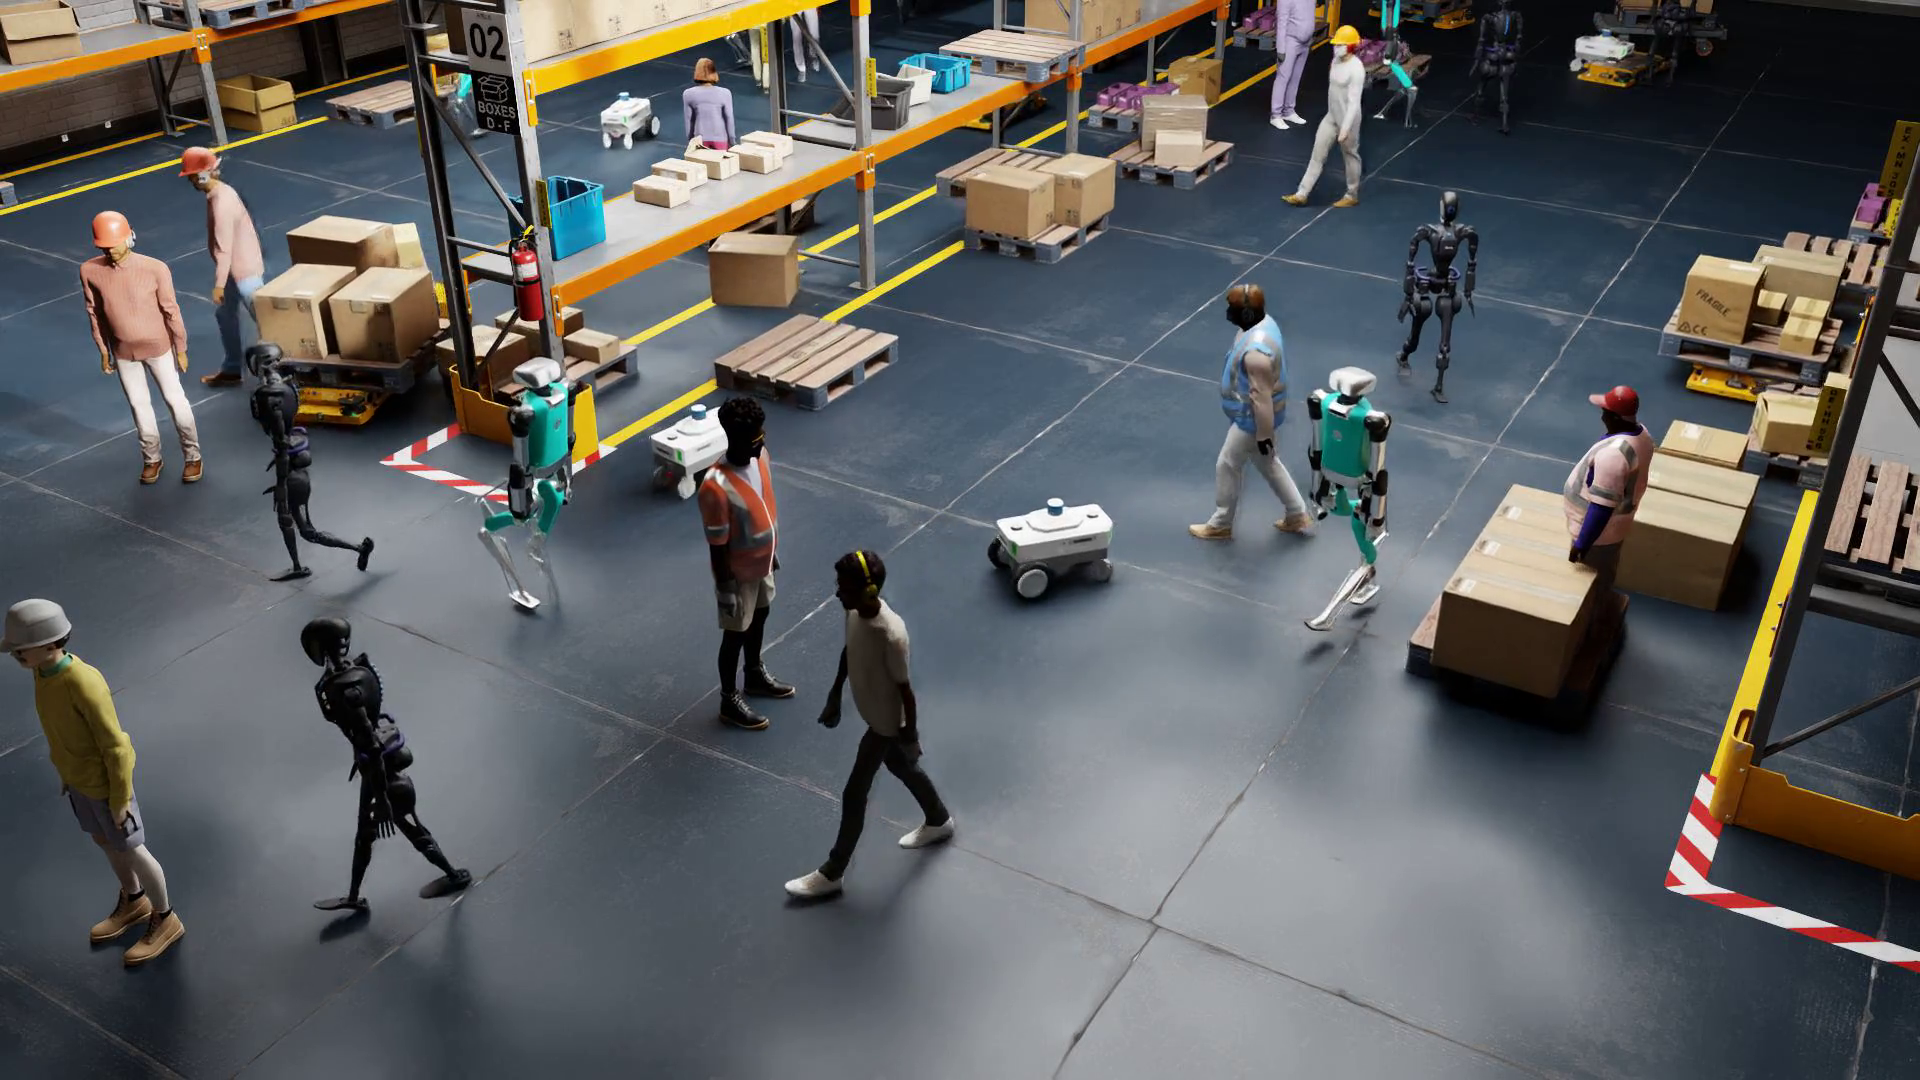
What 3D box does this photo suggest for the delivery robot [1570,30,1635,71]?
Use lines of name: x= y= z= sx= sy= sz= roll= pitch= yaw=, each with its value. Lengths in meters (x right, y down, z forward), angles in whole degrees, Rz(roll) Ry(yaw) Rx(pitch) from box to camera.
delivery robot: x=8.551 y=-6.468 z=22.081 sx=0.775 sy=0.583 sz=0.499 roll=24 pitch=37 yaw=36

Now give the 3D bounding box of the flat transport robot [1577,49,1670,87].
flat transport robot: x=8.781 y=-6.238 z=21.977 sx=0.659 sy=0.231 sz=1.431 roll=24 pitch=37 yaw=36

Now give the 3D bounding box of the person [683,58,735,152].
person: x=-2.485 y=-3.974 z=16.592 sx=0.498 sy=1.629 sz=0.288 roll=2 pitch=30 yaw=4

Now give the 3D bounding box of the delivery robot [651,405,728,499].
delivery robot: x=-1.824 y=-0.672 z=11.857 sx=0.499 sy=0.612 sz=0.814 roll=23 pitch=37 yaw=35

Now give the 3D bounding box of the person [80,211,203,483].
person: x=-5.686 y=-1.332 z=11.558 sx=0.611 sy=1.986 sz=0.402 roll=-3 pitch=30 yaw=-4

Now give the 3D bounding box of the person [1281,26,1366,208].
person: x=3.769 y=-4.244 z=16.838 sx=0.931 sy=1.853 sz=0.600 roll=-13 pitch=32 yaw=-21

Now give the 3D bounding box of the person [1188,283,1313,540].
person: x=1.984 y=-0.816 z=10.839 sx=0.792 sy=1.795 sz=0.643 roll=7 pitch=30 yaw=11

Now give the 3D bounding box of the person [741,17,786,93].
person: x=-2.507 y=-6.626 z=21.181 sx=0.588 sy=1.721 sz=0.721 roll=-1 pitch=30 yaw=-2

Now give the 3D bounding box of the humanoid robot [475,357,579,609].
humanoid robot: x=-2.661 y=-0.266 z=10.039 sx=0.853 sy=1.867 sz=0.549 roll=14 pitch=32 yaw=23

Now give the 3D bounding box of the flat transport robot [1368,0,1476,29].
flat transport robot: x=6.910 y=-7.882 z=24.884 sx=0.659 sy=0.231 sz=1.431 roll=-26 pitch=39 yaw=-38

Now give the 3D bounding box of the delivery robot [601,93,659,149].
delivery robot: x=-3.858 y=-4.880 z=19.292 sx=0.499 sy=0.604 sz=0.801 roll=8 pitch=30 yaw=13

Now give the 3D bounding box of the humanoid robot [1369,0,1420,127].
humanoid robot: x=5.309 y=-5.756 z=19.717 sx=0.783 sy=1.863 sz=0.530 roll=6 pitch=30 yaw=11

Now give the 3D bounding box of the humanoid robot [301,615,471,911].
humanoid robot: x=-2.721 y=1.066 z=7.657 sx=0.718 sy=1.630 sz=0.597 roll=-17 pitch=34 yaw=-28

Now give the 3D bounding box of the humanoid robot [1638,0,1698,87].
humanoid robot: x=9.102 y=-6.639 z=21.251 sx=0.588 sy=1.639 sz=0.383 roll=2 pitch=30 yaw=3

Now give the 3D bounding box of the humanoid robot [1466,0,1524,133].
humanoid robot: x=6.325 y=-5.634 z=19.530 sx=0.584 sy=1.633 sz=0.788 roll=-5 pitch=30 yaw=-9

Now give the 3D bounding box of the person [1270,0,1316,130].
person: x=3.959 y=-5.828 z=19.591 sx=0.404 sy=1.904 sz=0.645 roll=25 pitch=38 yaw=37

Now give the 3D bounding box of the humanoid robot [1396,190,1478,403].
humanoid robot: x=3.726 y=-1.945 z=12.995 sx=0.593 sy=1.644 sz=0.729 roll=-1 pitch=29 yaw=-2

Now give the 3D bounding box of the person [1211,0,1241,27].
person: x=3.958 y=-8.453 z=24.304 sx=0.508 sy=1.840 sz=0.335 roll=5 pitch=30 yaw=8

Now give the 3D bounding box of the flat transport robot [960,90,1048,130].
flat transport robot: x=0.446 y=-5.299 z=20.315 sx=0.659 sy=0.231 sz=1.431 roll=17 pitch=33 yaw=27

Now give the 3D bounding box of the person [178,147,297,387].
person: x=-5.704 y=-2.063 z=12.868 sx=0.847 sy=1.953 sz=0.638 roll=-14 pitch=32 yaw=-23

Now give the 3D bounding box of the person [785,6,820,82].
person: x=-2.048 y=-6.960 z=21.557 sx=0.506 sy=1.935 sz=0.469 roll=-4 pitch=30 yaw=-7

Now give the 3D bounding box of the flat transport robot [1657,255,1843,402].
flat transport robot: x=6.413 y=-1.483 z=13.565 sx=0.659 sy=0.231 sz=1.431 roll=17 pitch=34 yaw=27

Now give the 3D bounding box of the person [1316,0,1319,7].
person: x=5.680 y=-9.152 z=25.533 sx=0.633 sy=1.841 sz=0.429 roll=-8 pitch=31 yaw=-15

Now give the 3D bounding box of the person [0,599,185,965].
person: x=-3.859 y=1.066 z=7.410 sx=0.486 sy=1.888 sz=0.396 roll=19 pitch=35 yaw=30

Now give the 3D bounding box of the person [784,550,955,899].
person: x=-0.419 y=0.837 z=7.894 sx=0.961 sy=1.812 sz=0.518 roll=-13 pitch=32 yaw=-21

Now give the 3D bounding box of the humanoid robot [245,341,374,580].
humanoid robot: x=-4.126 y=-0.496 z=10.407 sx=0.652 sy=1.630 sz=0.601 roll=-11 pitch=31 yaw=-19

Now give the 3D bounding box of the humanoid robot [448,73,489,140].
humanoid robot: x=-5.724 y=-5.400 z=19.120 sx=0.557 sy=1.902 sz=0.740 roll=19 pitch=34 yaw=29

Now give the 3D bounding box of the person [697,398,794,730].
person: x=-1.161 y=0.121 z=9.013 sx=0.365 sy=1.957 sz=0.598 roll=12 pitch=31 yaw=19

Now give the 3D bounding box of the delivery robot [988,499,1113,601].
delivery robot: x=0.580 y=0.031 z=10.613 sx=0.809 sy=0.611 sz=0.499 roll=-9 pitch=31 yaw=-16

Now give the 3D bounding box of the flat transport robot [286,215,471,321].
flat transport robot: x=-5.035 y=-1.988 z=14.459 sx=1.431 sy=0.231 sz=0.659 roll=-11 pitch=31 yaw=-18

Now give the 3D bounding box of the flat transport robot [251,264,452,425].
flat transport robot: x=-4.752 y=-1.308 z=13.256 sx=0.659 sy=0.231 sz=1.431 roll=5 pitch=30 yaw=8

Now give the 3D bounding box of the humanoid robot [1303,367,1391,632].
humanoid robot: x=2.396 y=-0.275 z=9.933 sx=1.005 sy=1.724 sz=0.540 roll=-24 pitch=37 yaw=-36

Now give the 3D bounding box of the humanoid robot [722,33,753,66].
humanoid robot: x=-2.927 y=-7.088 z=21.858 sx=0.735 sy=1.673 sz=0.533 roll=-25 pitch=38 yaw=-37

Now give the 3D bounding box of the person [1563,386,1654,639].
person: x=3.661 y=-0.080 z=9.576 sx=0.420 sy=1.752 sz=0.613 roll=19 pitch=34 yaw=29

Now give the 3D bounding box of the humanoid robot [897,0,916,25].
humanoid robot: x=-0.812 y=-8.498 z=24.558 sx=0.616 sy=1.631 sz=0.609 roll=2 pitch=30 yaw=3
